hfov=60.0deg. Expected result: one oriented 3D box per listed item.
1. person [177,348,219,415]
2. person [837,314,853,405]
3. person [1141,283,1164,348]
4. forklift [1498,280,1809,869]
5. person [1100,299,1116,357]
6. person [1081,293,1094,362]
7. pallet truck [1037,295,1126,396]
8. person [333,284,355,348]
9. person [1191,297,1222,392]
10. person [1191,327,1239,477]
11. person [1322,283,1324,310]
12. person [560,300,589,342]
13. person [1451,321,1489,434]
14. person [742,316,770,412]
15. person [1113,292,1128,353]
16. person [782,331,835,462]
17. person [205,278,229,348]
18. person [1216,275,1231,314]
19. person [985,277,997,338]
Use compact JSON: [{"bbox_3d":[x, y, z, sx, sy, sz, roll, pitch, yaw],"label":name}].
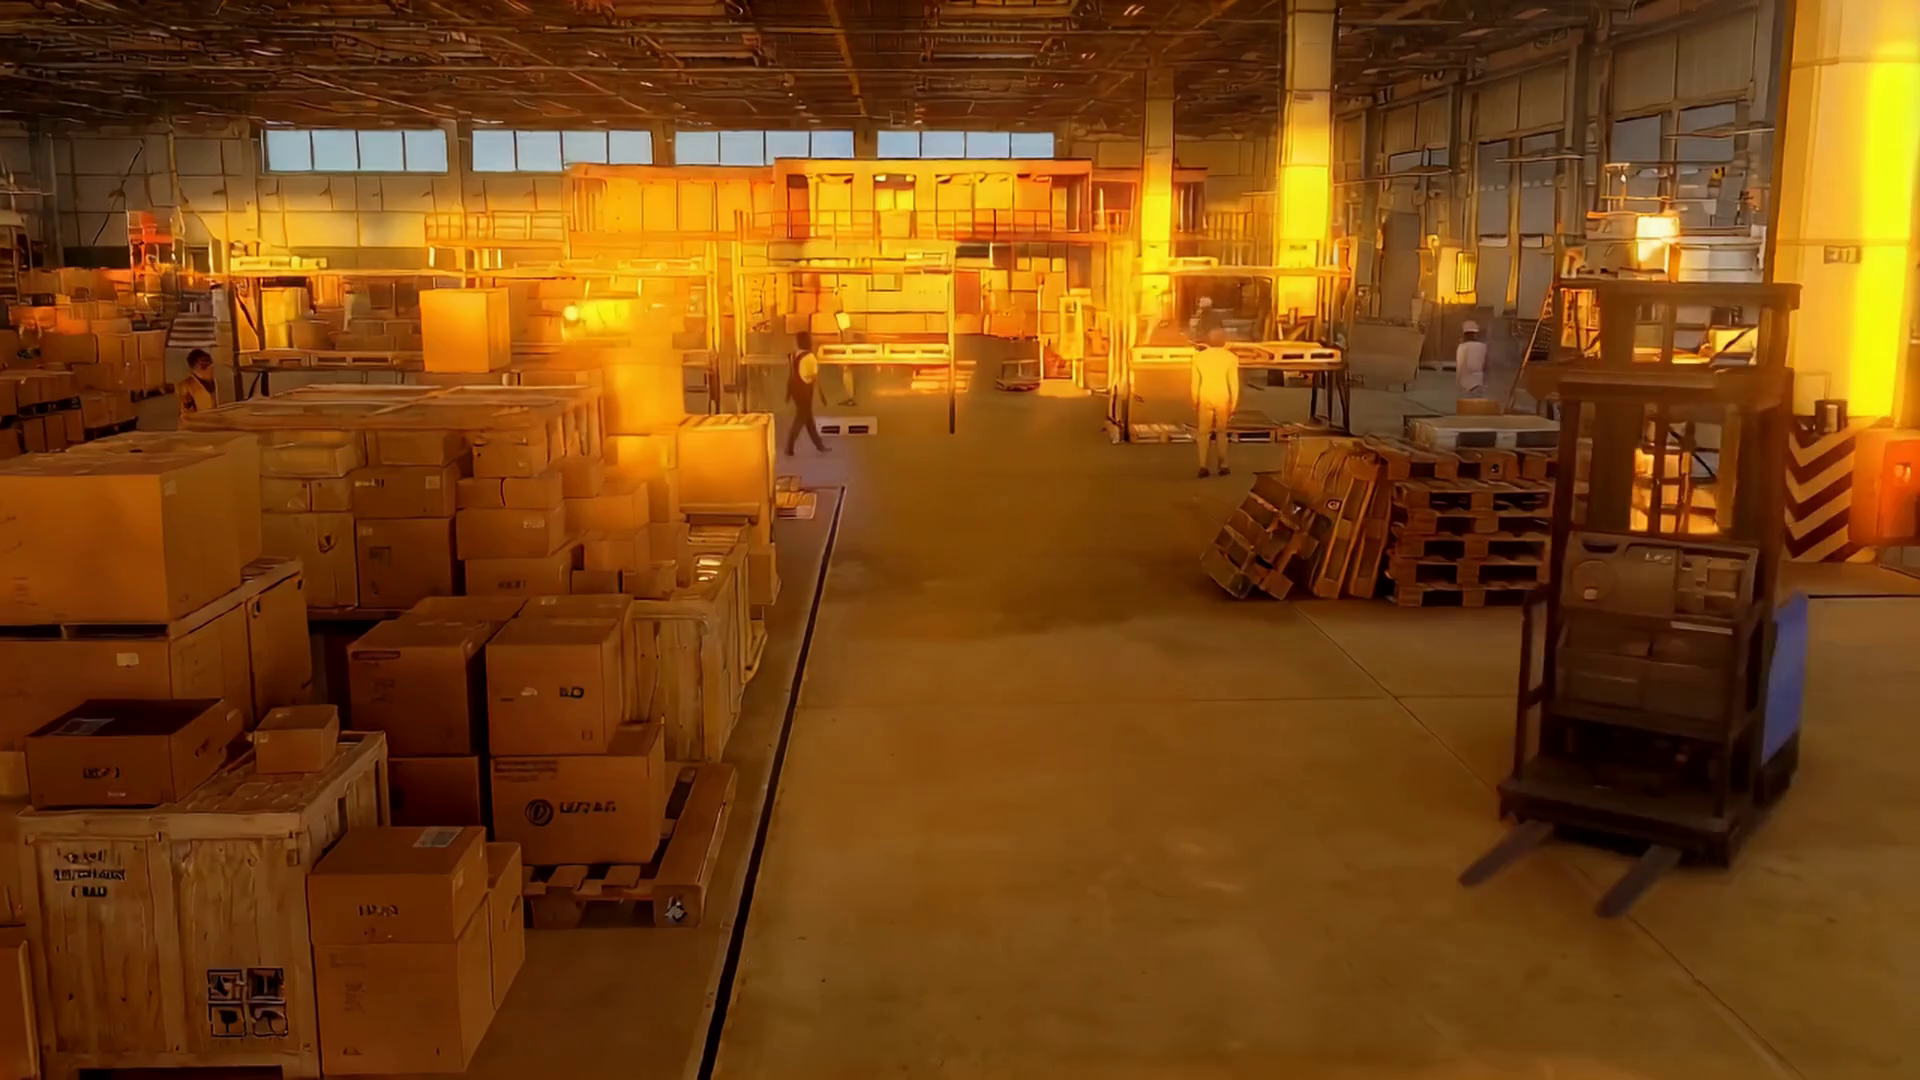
[{"bbox_3d":[-8.075,-1.093,17.750,0.388,1.919,0.593,1,10,6],"label":"person"},{"bbox_3d":[-2.143,-3.364,31.018,0.315,1.696,0.540,-3,10,-14],"label":"person"},{"bbox_3d":[5.303,-6.173,46.111,0.616,1.907,1.004,9,13,40],"label":"person"},{"bbox_3d":[3.796,0.033,8.794,1.129,2.768,1.873,8,13,36],"label":"forklift"},{"bbox_3d":[3.155,-4.133,34.899,0.429,1.841,0.634,1,10,7],"label":"person"},{"bbox_3d":[3.129,-5.354,41.981,0.493,1.742,0.300,7,13,36],"label":"person"},{"bbox_3d":[2.483,-3.881,33.060,1.885,1.965,0.823,-7,13,-36],"label":"pallet truck"},{"bbox_3d":[-17.512,-6.380,47.426,0.530,1.832,0.879,8,13,38],"label":"person"},{"bbox_3d":[4.760,-3.744,32.409,0.626,1.949,0.921,-9,13,-40],"label":"person"},{"bbox_3d":[3.308,-1.784,21.546,0.635,1.936,0.355,5,11,27],"label":"person"},{"bbox_3d":[10.259,-6.499,47.874,0.554,1.925,0.550,10,14,44],"label":"person"},{"bbox_3d":[-7.419,-3.669,32.117,0.601,1.908,0.661,2,10,12],"label":"person"},{"bbox_3d":[7.473,-2.249,24.317,0.540,1.883,0.958,-2,10,-12],"label":"person"},{"bbox_3d":[-3.621,-3.107,29.514,0.532,1.721,0.560,-6,12,-29],"label":"person"},{"bbox_3d":[3.496,-4.529,36.910,0.582,1.919,0.396,-3,11,-17],"label":"person"},{"bbox_3d":[-2.141,-2.004,23.172,0.959,1.793,0.529,-9,14,-42],"label":"person"},{"bbox_3d":[-21.331,-6.514,47.731,0.631,2.001,0.529,8,13,39],"label":"person"},{"bbox_3d":[11.057,-10.468,69.840,0.622,1.972,0.822,7,13,36],"label":"person"},{"bbox_3d":[0.983,-7.312,52.384,0.368,1.932,0.623,3,11,15],"label":"person"}]
